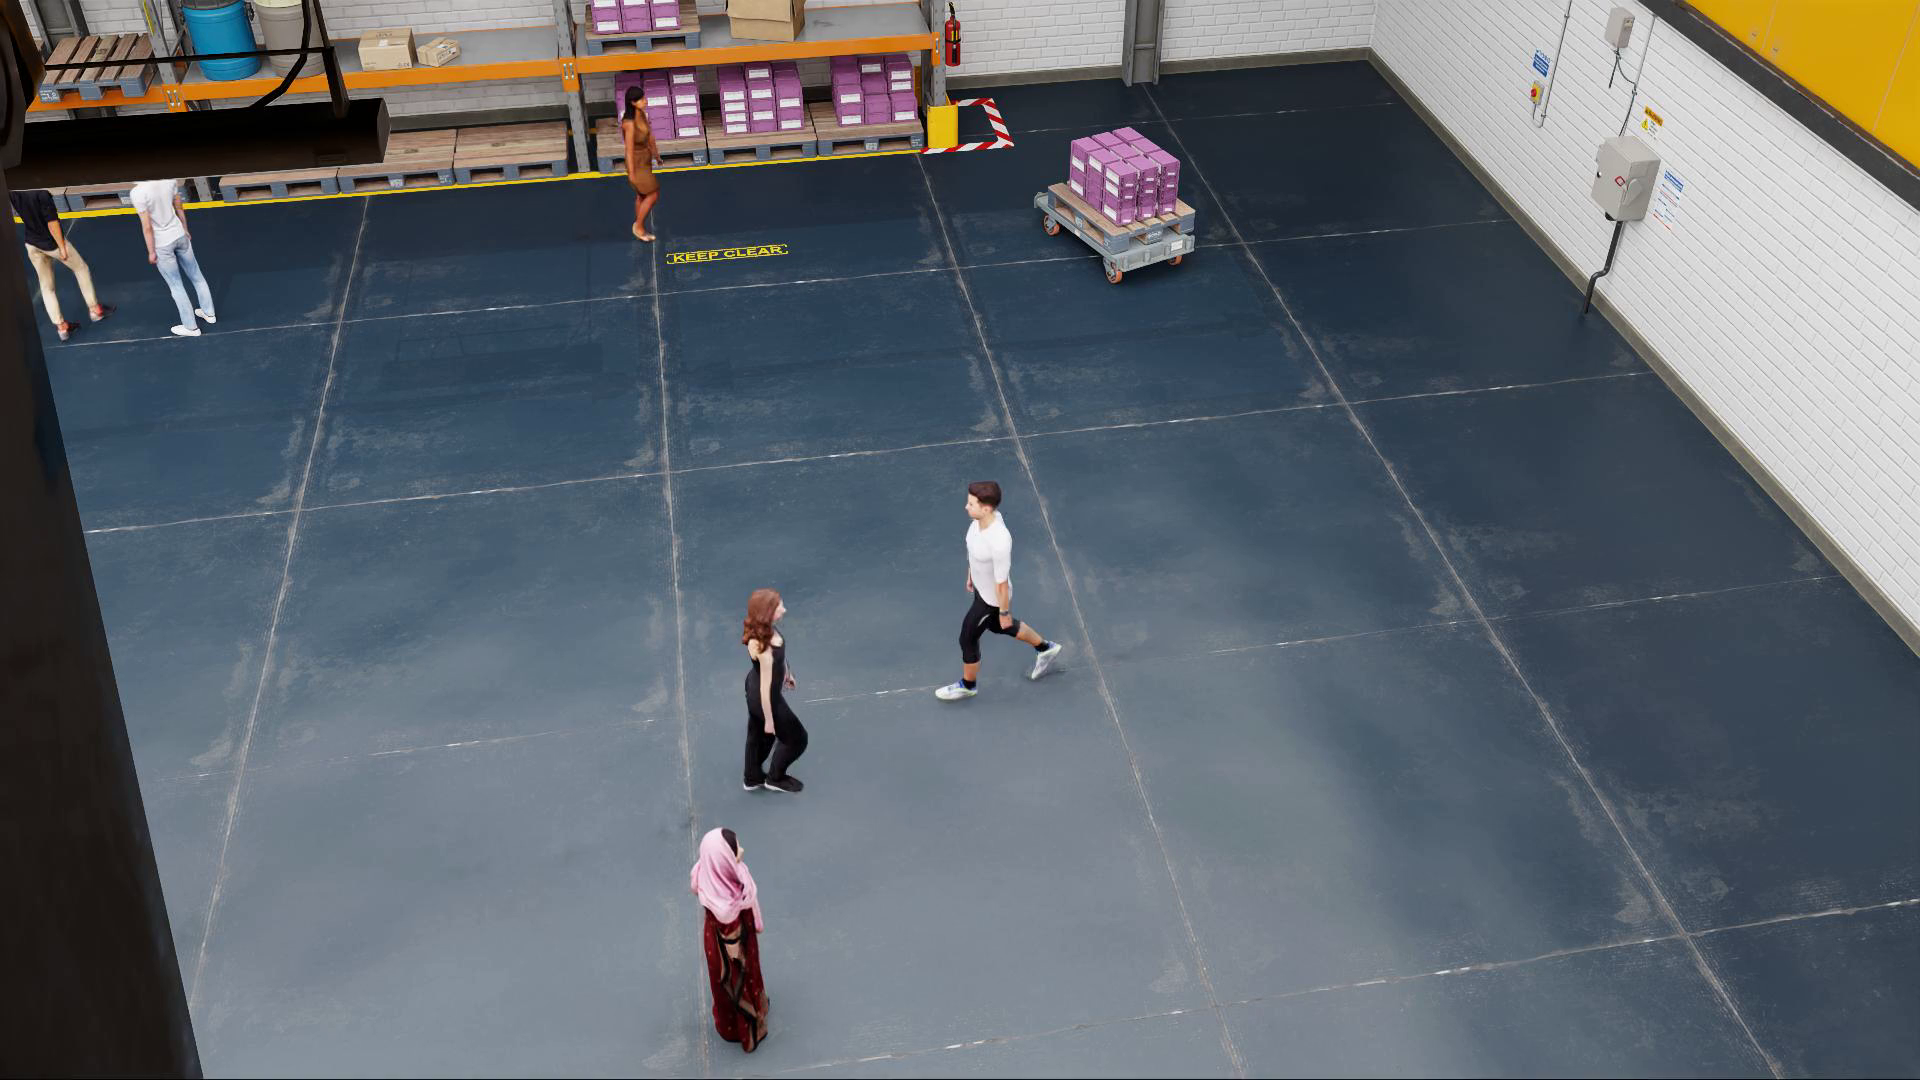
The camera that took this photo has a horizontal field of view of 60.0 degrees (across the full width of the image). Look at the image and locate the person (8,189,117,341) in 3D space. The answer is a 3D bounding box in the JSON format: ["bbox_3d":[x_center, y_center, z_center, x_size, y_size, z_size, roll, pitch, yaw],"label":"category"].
[{"bbox_3d":[-8.394,-2.667,15.182,0.891,1.834,0.884,7,39,8],"label":"person"}]

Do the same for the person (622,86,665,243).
[{"bbox_3d":[-3.284,-3.742,16.657,0.654,1.674,0.643,4,39,5],"label":"person"}]

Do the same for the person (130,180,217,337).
[{"bbox_3d":[-7.262,-2.752,15.274,0.729,1.851,0.725,14,41,17],"label":"person"}]

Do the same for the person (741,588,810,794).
[{"bbox_3d":[-1.329,1.011,10.663,0.659,1.727,0.610,-10,40,-12],"label":"person"}]

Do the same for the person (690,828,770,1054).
[{"bbox_3d":[-1.283,2.197,9.251,0.596,1.635,0.669,-5,39,-6],"label":"person"}]

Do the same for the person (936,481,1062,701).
[{"bbox_3d":[0.295,0.339,11.432,1.152,1.816,0.675,-9,40,-12],"label":"person"}]
